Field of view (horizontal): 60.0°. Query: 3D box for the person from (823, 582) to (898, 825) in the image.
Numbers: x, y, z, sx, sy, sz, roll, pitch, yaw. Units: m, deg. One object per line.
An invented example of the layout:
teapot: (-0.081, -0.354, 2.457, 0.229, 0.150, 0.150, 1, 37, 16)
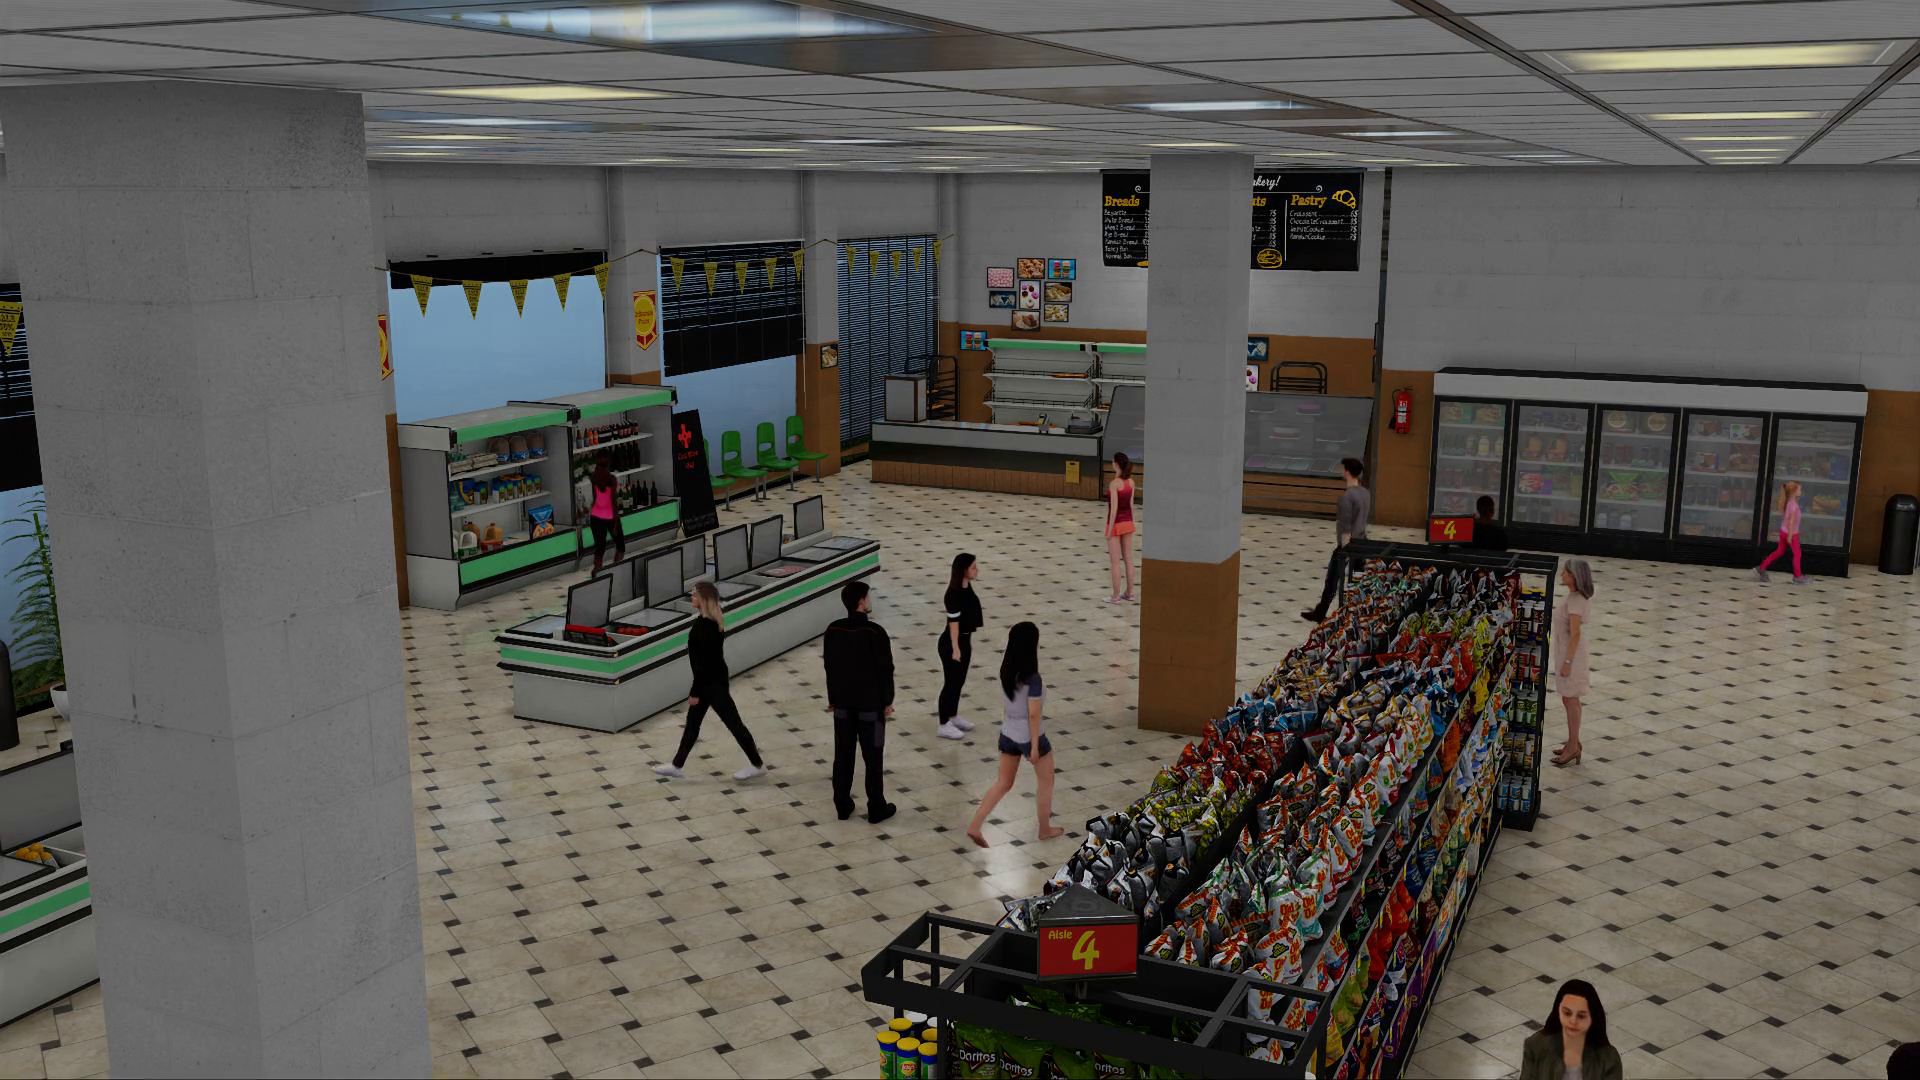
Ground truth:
person: (-0.767, 1.216, 12.506, 0.725, 1.840, 0.566, 5, 13, 22)

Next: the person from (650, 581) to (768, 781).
person: (-1.866, 1.172, 13.225, 1.095, 1.630, 1.177, -2, 12, -7)

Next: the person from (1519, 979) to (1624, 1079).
person: (2.599, 2.555, 7.093, 0.592, 1.449, 0.951, 5, 13, 23)

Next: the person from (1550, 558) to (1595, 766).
person: (5.074, 1.000, 13.788, 0.653, 1.735, 0.480, 6, 13, 26)

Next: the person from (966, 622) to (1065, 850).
person: (0.379, 1.427, 11.907, 1.149, 1.674, 0.925, -9, 15, -36)

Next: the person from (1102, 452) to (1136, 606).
person: (1.843, -0.148, 19.197, 0.581, 1.752, 0.696, -11, 16, -41)

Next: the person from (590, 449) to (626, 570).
person: (-4.230, -0.202, 19.562, 0.580, 1.707, 0.634, 4, 13, 20)

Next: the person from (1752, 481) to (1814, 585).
person: (9.977, -0.094, 20.135, 0.697, 1.260, 0.868, 2, 12, 9)

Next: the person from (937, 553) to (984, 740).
person: (-0.025, 0.909, 14.469, 0.688, 1.631, 0.551, 4, 13, 19)

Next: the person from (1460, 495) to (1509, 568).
person: (5.077, 0.456, 16.196, 0.723, 1.805, 0.677, 11, 16, 43)

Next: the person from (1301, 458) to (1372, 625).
person: (4.267, 0.102, 17.763, 1.048, 1.853, 1.251, 11, 16, 43)
